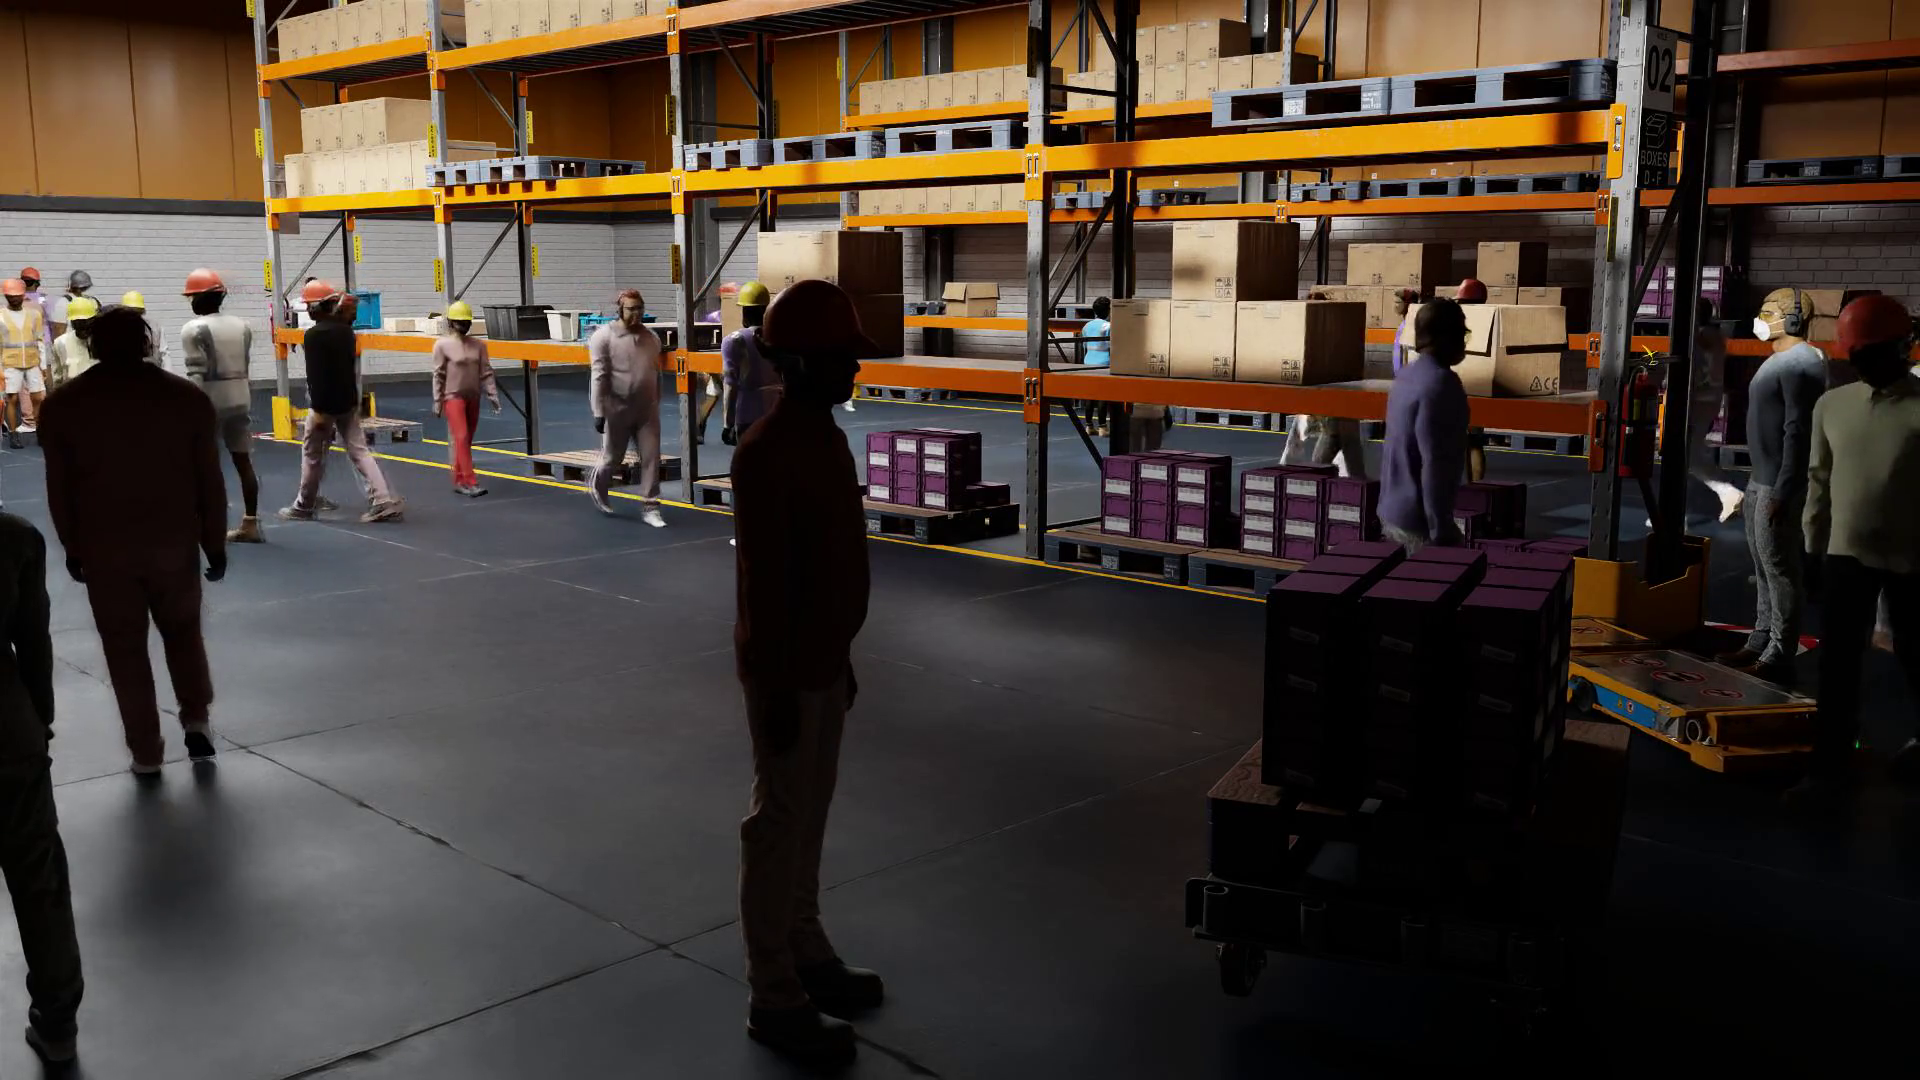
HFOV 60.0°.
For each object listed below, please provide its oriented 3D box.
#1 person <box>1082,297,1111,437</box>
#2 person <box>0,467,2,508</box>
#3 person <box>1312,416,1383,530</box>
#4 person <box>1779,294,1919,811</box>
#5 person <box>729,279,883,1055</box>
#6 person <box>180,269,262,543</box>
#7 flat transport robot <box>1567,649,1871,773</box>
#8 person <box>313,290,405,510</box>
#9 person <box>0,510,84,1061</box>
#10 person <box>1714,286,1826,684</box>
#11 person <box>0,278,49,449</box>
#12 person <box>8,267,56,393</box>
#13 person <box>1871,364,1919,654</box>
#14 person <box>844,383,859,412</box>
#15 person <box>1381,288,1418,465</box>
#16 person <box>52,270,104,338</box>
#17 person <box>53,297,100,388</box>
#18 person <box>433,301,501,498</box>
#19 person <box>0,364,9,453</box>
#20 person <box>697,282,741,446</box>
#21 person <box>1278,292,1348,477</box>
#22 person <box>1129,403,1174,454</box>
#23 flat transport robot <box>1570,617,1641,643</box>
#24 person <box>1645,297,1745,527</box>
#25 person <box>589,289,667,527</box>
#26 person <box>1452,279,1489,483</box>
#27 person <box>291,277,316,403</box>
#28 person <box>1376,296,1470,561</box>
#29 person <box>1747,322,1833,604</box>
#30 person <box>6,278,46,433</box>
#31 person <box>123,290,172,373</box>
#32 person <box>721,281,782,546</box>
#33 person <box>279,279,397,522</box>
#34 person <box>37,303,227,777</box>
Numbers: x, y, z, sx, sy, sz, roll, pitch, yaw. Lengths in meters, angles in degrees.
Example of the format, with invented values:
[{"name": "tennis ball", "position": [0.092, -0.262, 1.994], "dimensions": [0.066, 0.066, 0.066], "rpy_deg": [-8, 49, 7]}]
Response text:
[{"name": "person", "position": [1.680, -2.080, 20.034], "dimensions": [0.321, 1.694, 0.534], "rpy_deg": [-7, 12, -37]}, {"name": "person", "position": [-8.190, -1.040, 13.810], "dimensions": [0.315, 1.641, 0.515], "rpy_deg": [-2, 9, -11]}, {"name": "person", "position": [2.941, -0.808, 12.553], "dimensions": [0.715, 1.596, 0.531], "rpy_deg": [8, 12, 39]}, {"name": "person", "position": [3.549, 0.029, 6.365], "dimensions": [0.997, 1.938, 0.642], "rpy_deg": [-6, 11, -34]}, {"name": "person", "position": [-0.398, 0.319, 4.394], "dimensions": [0.389, 1.996, 0.612], "rpy_deg": [2, 10, 14]}, {"name": "person", "position": [-5.538, -0.981, 12.298], "dimensions": [0.854, 2.010, 0.624], "rpy_deg": [5, 10, 28]}, {"name": "flat transport robot", "position": [3.195, 0.710, 7.274], "dimensions": [0.652, 0.197, 1.431], "rpy_deg": [-2, 9, -10]}, {"name": "person", "position": [-5.110, -1.140, 13.807], "dimensions": [0.939, 1.837, 0.587], "rpy_deg": [2, 9, 11]}, {"name": "person", "position": [-2.463, 0.496, 4.079], "dimensions": [0.308, 1.744, 0.485], "rpy_deg": [6, 11, 33]}, {"name": "person", "position": [3.991, -0.264, 8.141], "dimensions": [0.372, 1.940, 0.630], "rpy_deg": [2, 10, 14]}, {"name": "person", "position": [-10.563, -1.980, 18.724], "dimensions": [0.553, 1.925, 0.411], "rpy_deg": [-9, 13, -44]}, {"name": "person", "position": [-13.027, -2.813, 23.447], "dimensions": [0.606, 2.047, 0.368], "rpy_deg": [-1, 9, -8]}, {"name": "person", "position": [4.968, -0.216, 8.377], "dimensions": [0.640, 1.790, 0.934], "rpy_deg": [0, 9, 2]}, {"name": "person", "position": [-1.585, -2.654, 23.745], "dimensions": [0.524, 1.619, 0.511], "rpy_deg": [-5, 10, -26]}, {"name": "person", "position": [4.607, -1.632, 16.886], "dimensions": [0.522, 1.830, 0.562], "rpy_deg": [4, 10, 25]}, {"name": "person", "position": [-11.128, -2.454, 21.256], "dimensions": [0.539, 2.000, 0.780], "rpy_deg": [4, 10, 21]}, {"name": "person", "position": [-7.266, -1.136, 13.945], "dimensions": [0.649, 1.778, 0.896], "rpy_deg": [-2, 10, -14]}, {"name": "person", "position": [-4.319, -1.225, 14.685], "dimensions": [0.845, 1.733, 0.528], "rpy_deg": [8, 12, 39]}, {"name": "person", "position": [-7.537, -0.907, 12.838], "dimensions": [0.320, 1.692, 0.531], "rpy_deg": [-1, 9, -4]}, {"name": "person", "position": [-2.762, -2.006, 19.034], "dimensions": [0.563, 1.893, 0.826], "rpy_deg": [-9, 13, -42]}, {"name": "person", "position": [2.940, -1.135, 13.825], "dimensions": [1.015, 1.826, 0.607], "rpy_deg": [7, 11, 36]}, {"name": "person", "position": [1.540, -1.021, 13.751], "dimensions": [0.519, 1.624, 0.479], "rpy_deg": [-4, 10, -23]}, {"name": "flat transport robot", "position": [2.754, 0.553, 8.231], "dimensions": [1.431, 0.197, 0.652], "rpy_deg": [-2, 9, -10]}, {"name": "person", "position": [5.722, -0.970, 12.846], "dimensions": [0.597, 1.828, 0.632], "rpy_deg": [9, 13, 43]}, {"name": "person", "position": [-2.670, -1.055, 13.225], "dimensions": [0.660, 1.875, 0.885], "rpy_deg": [-7, 12, -38]}, {"name": "person", "position": [4.286, -1.222, 14.017], "dimensions": [0.366, 1.939, 0.542], "rpy_deg": [1, 9, 8]}, {"name": "person", "position": [-9.767, -3.038, 25.287], "dimensions": [0.632, 1.885, 0.883], "rpy_deg": [0, 9, 2]}, {"name": "person", "position": [1.937, -0.045, 6.928], "dimensions": [0.399, 1.920, 0.677], "rpy_deg": [1, 9, 4]}, {"name": "person", "position": [5.027, -0.532, 10.155], "dimensions": [0.540, 1.813, 0.699], "rpy_deg": [-7, 12, -37]}, {"name": "person", "position": [-11.590, -2.272, 20.549], "dimensions": [0.404, 1.911, 0.636], "rpy_deg": [0, 9, 3]}, {"name": "person", "position": [-8.680, -1.737, 17.602], "dimensions": [0.599, 1.804, 0.836], "rpy_deg": [-8, 12, -40]}, {"name": "person", "position": [-1.467, -0.901, 12.076], "dimensions": [0.589, 1.930, 0.361], "rpy_deg": [-7, 11, -36]}, {"name": "person", "position": [-4.966, -1.093, 13.245], "dimensions": [1.006, 1.949, 0.659], "rpy_deg": [3, 10, 16]}, {"name": "person", "position": [-3.284, 0.007, 6.647], "dimensions": [0.644, 1.887, 0.422], "rpy_deg": [-6, 11, -32]}]
